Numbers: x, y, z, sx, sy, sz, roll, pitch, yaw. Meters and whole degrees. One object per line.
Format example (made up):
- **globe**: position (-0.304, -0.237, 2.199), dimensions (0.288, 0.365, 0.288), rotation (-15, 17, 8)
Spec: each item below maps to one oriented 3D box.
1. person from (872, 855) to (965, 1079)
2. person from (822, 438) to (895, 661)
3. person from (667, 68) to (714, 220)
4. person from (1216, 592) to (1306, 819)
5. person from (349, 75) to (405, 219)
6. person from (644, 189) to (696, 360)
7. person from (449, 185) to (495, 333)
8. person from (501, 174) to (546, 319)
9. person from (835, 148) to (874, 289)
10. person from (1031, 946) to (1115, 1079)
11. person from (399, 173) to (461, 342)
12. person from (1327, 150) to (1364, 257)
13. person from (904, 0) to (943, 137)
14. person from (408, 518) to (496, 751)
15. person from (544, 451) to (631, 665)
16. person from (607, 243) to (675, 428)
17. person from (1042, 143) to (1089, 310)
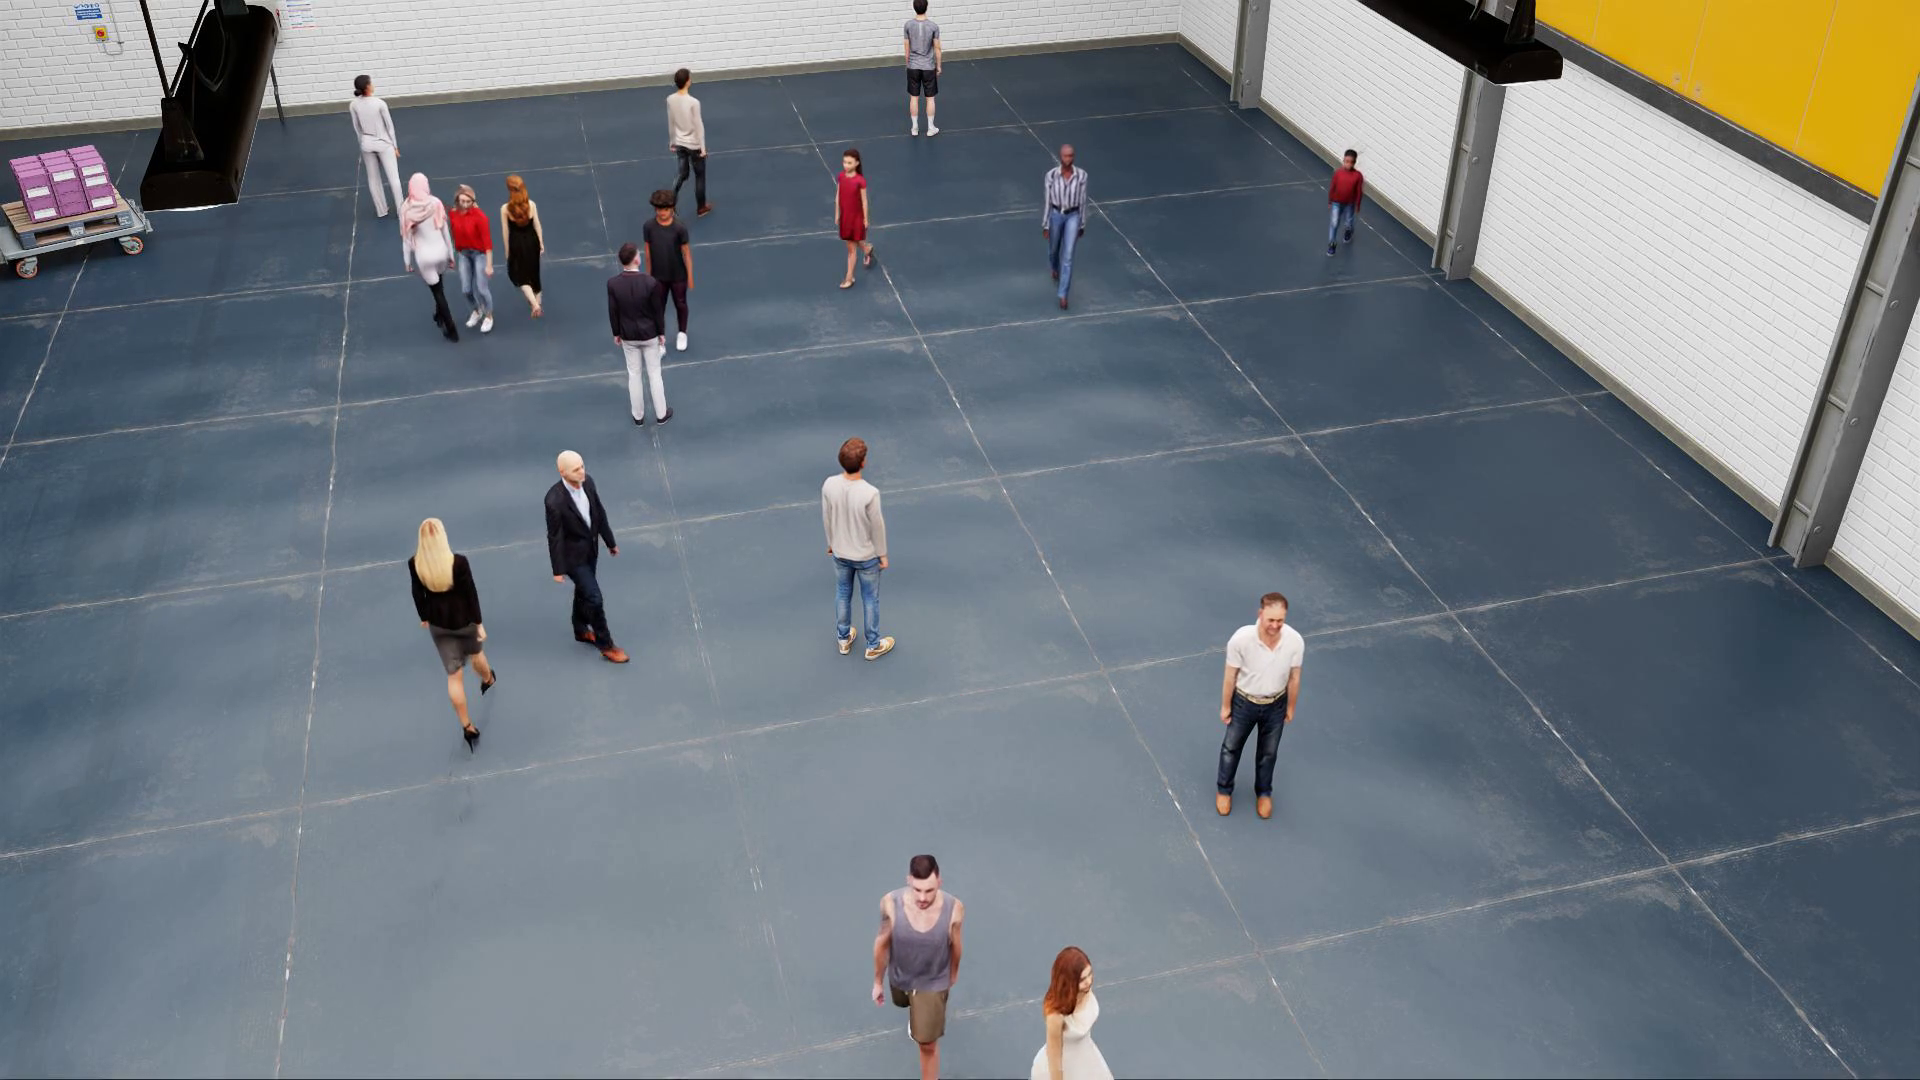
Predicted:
- **person**: position (-0.231, 2.382, 9.405), dimensions (0.982, 1.806, 1.290), rotation (5, 34, 8)
- **person**: position (-0.792, 0.076, 12.675), dimensions (0.756, 1.904, 0.788), rotation (13, 36, 19)
- **person**: position (-3.295, -4.692, 19.898), dimensions (1.055, 1.851, 1.120), rotation (18, 37, 24)
- **person**: position (2.012, 1.076, 11.221), dimensions (0.731, 1.848, 0.705), rotation (4, 34, 6)
- **person**: position (-7.040, -4.751, 20.089), dimensions (0.691, 1.736, 0.654), rotation (2, 34, 2)
- **person**: position (-2.983, -2.789, 17.116), dimensions (0.789, 1.760, 0.955), rotation (1, 34, 1)
- **person**: position (-5.089, -2.976, 17.467), dimensions (0.740, 1.682, 0.755), rotation (15, 37, 21)
- **person**: position (-4.606, -3.063, 17.663), dimensions (0.717, 1.611, 0.842), rotation (-19, 38, -27)
- **person**: position (-1.179, -3.658, 18.632), dimensions (0.965, 1.529, 1.025), rotation (17, 37, 24)
- **person**: position (0.494, 2.735, 8.864), dimensions (0.908, 1.694, 0.811), rotation (25, 41, 33)
- **person**: position (-5.433, -2.880, 17.233), dimensions (0.846, 1.780, 0.976), rotation (-25, 41, -32)
- **person**: position (4.475, -3.960, 19.351), dimensions (0.739, 1.236, 0.846), rotation (12, 36, 18)
- **person**: position (-0.518, -6.385, 22.425), dimensions (0.733, 1.871, 0.710), rotation (5, 34, 8)
- **person**: position (-3.612, 0.705, 11.818), dimensions (0.763, 1.805, 1.091), rotation (-3, 34, -4)
- **person**: position (-2.986, 0.077, 12.779), dimensions (1.030, 1.787, 0.977), rotation (15, 36, 21)
- **person**: position (-3.041, -1.939, 15.764), dimensions (0.703, 1.840, 0.632), rotation (0, 34, -1)
- **person**: position (1.121, -3.474, 18.143), dimensions (0.819, 1.764, 1.142), rotation (0, 34, -1)
